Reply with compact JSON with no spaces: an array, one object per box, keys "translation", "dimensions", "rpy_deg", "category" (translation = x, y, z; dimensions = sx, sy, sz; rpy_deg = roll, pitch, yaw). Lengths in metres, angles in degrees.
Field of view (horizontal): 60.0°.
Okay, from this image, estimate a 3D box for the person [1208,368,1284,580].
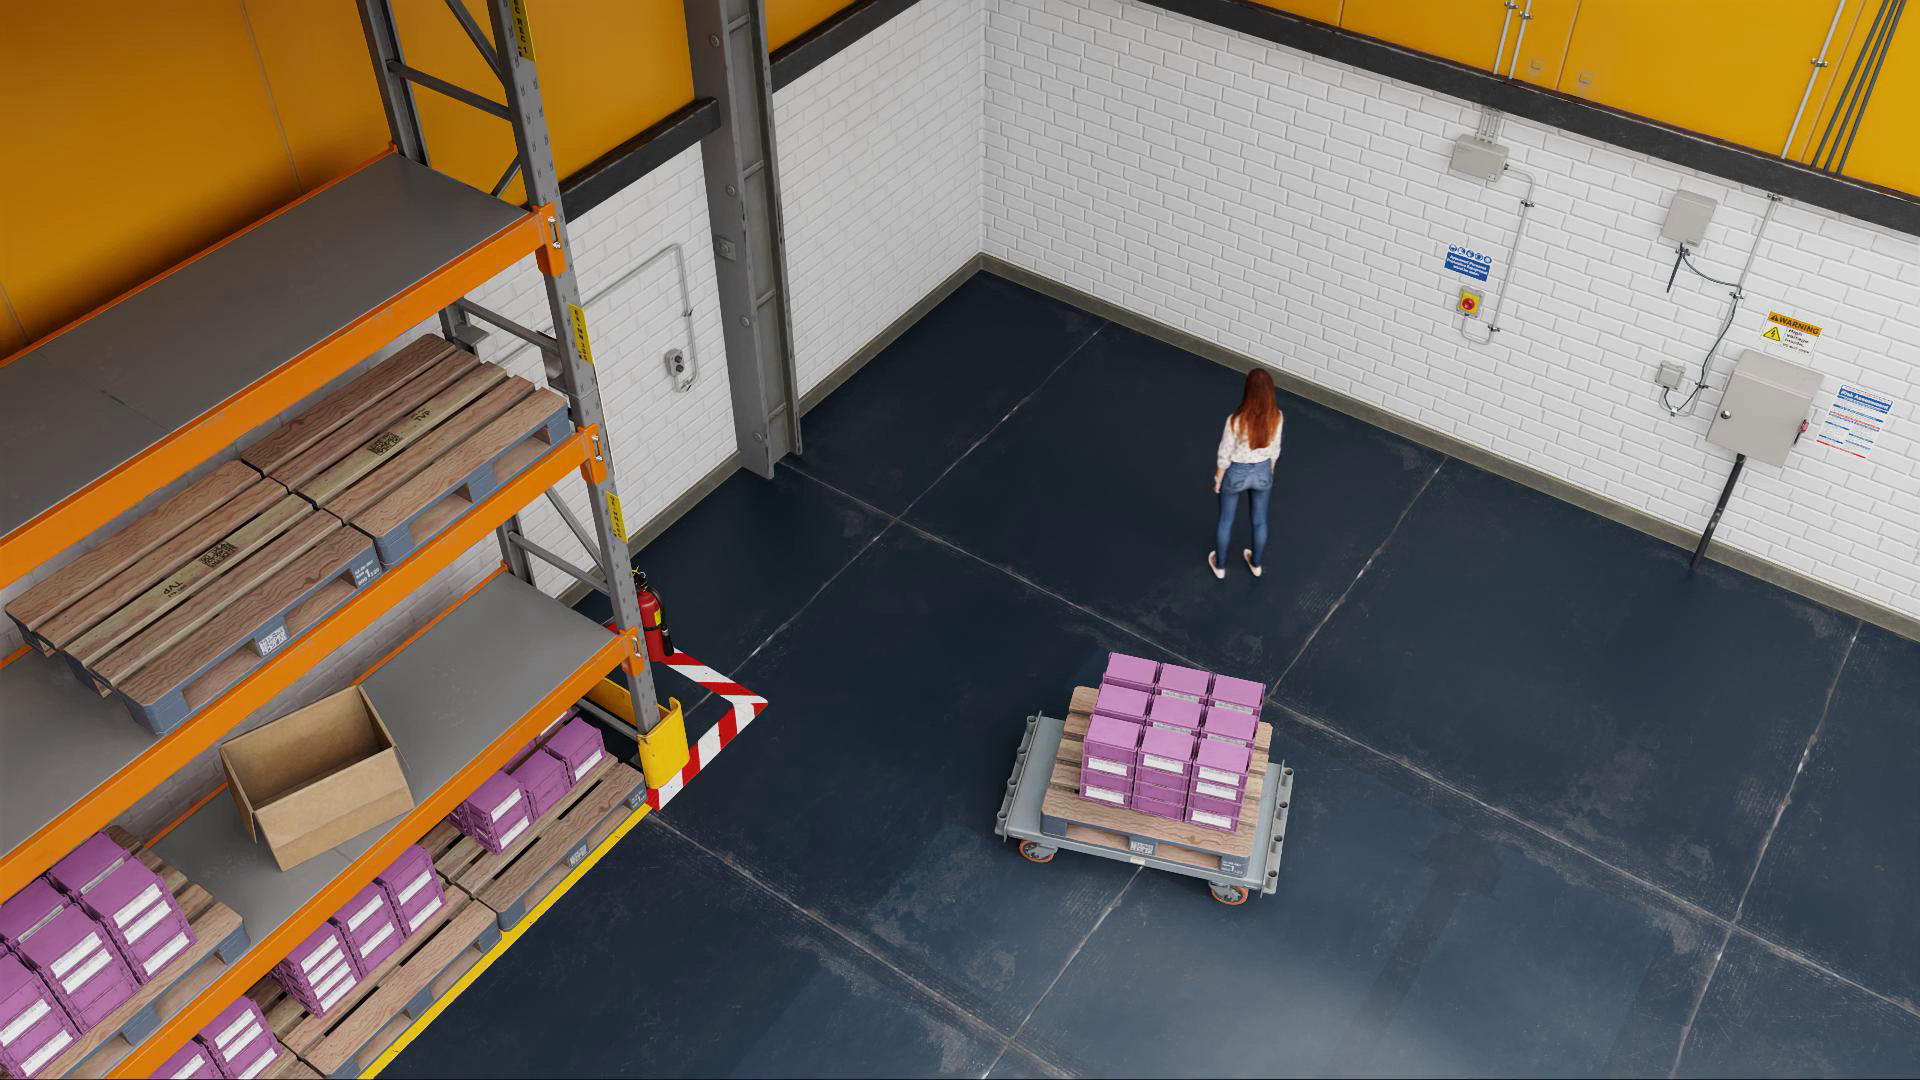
[{"translation":[1.924,-0.429,11.113],"dimensions":[0.640,1.726,0.687],"rpy_deg":[-4,44,-5],"category":"person"}]
